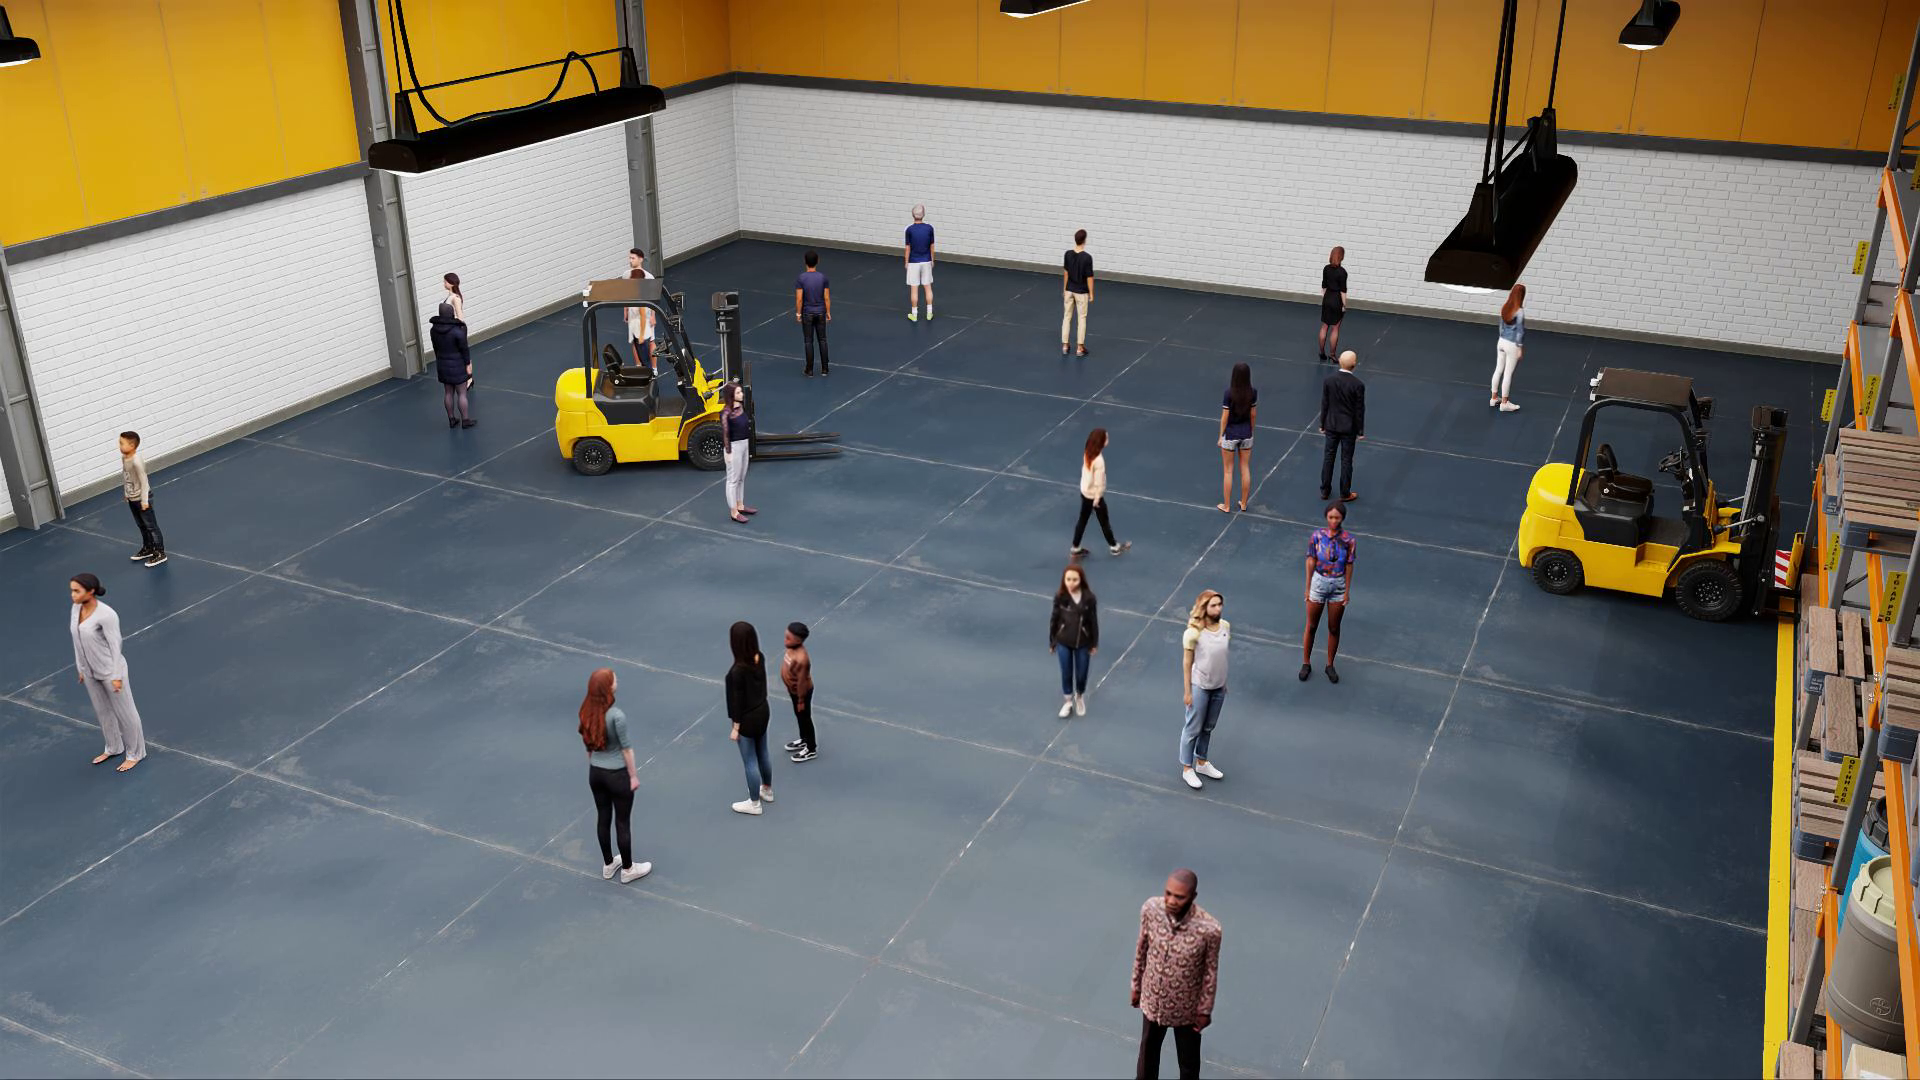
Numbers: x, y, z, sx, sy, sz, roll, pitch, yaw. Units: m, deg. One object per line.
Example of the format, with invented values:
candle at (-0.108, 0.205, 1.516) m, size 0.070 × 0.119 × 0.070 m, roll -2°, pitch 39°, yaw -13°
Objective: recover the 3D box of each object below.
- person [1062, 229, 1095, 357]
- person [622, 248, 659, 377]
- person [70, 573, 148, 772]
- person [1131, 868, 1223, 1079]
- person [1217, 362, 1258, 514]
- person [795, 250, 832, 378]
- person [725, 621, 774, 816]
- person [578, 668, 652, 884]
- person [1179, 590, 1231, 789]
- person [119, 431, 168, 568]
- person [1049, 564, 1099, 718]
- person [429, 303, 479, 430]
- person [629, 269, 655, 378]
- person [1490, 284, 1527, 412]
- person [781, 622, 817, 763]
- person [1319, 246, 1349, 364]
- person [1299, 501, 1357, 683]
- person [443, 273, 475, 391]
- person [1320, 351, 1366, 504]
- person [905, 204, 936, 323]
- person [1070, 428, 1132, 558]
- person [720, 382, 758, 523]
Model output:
person at (1.712, -3.636, 24.439) m, size 0.640 × 1.851 × 0.541 m, roll 12°, pitch 26°, yaw 26°
person at (-4.494, -3.197, 23.431) m, size 0.674 × 1.854 × 0.529 m, roll 11°, pitch 26°, yaw 23°
person at (-7.117, 1.064, 13.831) m, size 0.634 × 1.737 × 0.548 m, roll 9°, pitch 25°, yaw 19°
person at (1.278, 2.725, 9.943) m, size 0.675 × 1.807 × 0.583 m, roll 12°, pitch 26°, yaw 25°
person at (3.146, -1.167, 18.898) m, size 0.668 × 1.764 × 0.705 m, roll -5°, pitch 24°, yaw -12°
person at (-2.074, -3.202, 23.522) m, size 0.711 × 1.790 × 0.755 m, roll -7°, pitch 25°, yaw -15°
person at (-1.662, 1.396, 13.184) m, size 0.624 × 1.646 × 0.436 m, roll 11°, pitch 26°, yaw 23°
person at (-2.579, 1.738, 12.282) m, size 0.592 × 1.742 × 0.557 m, roll 13°, pitch 27°, yaw 28°
person at (1.991, 1.189, 13.560) m, size 0.651 × 1.723 × 0.769 m, roll -17°, pitch 29°, yaw -33°
person at (-8.704, -0.459, 17.654) m, size 0.599 × 1.464 × 0.565 m, roll 17°, pitch 29°, yaw 34°
person at (1.012, 0.858, 14.630) m, size 0.633 × 1.473 × 0.616 m, roll 4°, pitch 24°, yaw 9°
person at (-6.564, -2.261, 21.513) m, size 0.709 × 1.675 × 0.697 m, roll 7°, pitch 24°, yaw 15°
person at (-4.326, -2.819, 22.653) m, size 0.727 × 1.784 × 0.667 m, roll -8°, pitch 25°, yaw -18°
person at (7.329, -2.586, 22.224) m, size 0.742 × 1.702 × 0.670 m, roll -7°, pitch 25°, yaw -16°
person at (-1.340, 1.255, 13.999) m, size 0.638 × 1.252 × 0.578 m, roll -8°, pitch 25°, yaw -19°
person at (5.414, -3.420, 24.127) m, size 0.647 × 1.706 × 0.656 m, roll -17°, pitch 29°, yaw -33°
person at (3.358, 0.460, 15.203) m, size 0.645 × 1.743 × 0.611 m, roll 3°, pitch 24°, yaw 7°
person at (-6.935, -2.883, 22.968) m, size 0.665 × 1.649 × 0.633 m, roll -13°, pitch 27°, yaw -28°
person at (4.402, -1.314, 19.191) m, size 0.701 × 1.800 × 0.622 m, roll 15°, pitch 28°, yaw 30°
person at (-0.632, -4.365, 26.123) m, size 0.718 × 1.838 × 0.766 m, roll -7°, pitch 25°, yaw -15°
person at (1.353, -0.476, 17.711) m, size 0.968 × 1.451 × 0.910 m, roll -9°, pitch 25°, yaw -19°
person at (-2.501, -1.004, 18.722) m, size 0.693 × 1.607 × 0.523 m, roll 6°, pitch 24°, yaw 14°
